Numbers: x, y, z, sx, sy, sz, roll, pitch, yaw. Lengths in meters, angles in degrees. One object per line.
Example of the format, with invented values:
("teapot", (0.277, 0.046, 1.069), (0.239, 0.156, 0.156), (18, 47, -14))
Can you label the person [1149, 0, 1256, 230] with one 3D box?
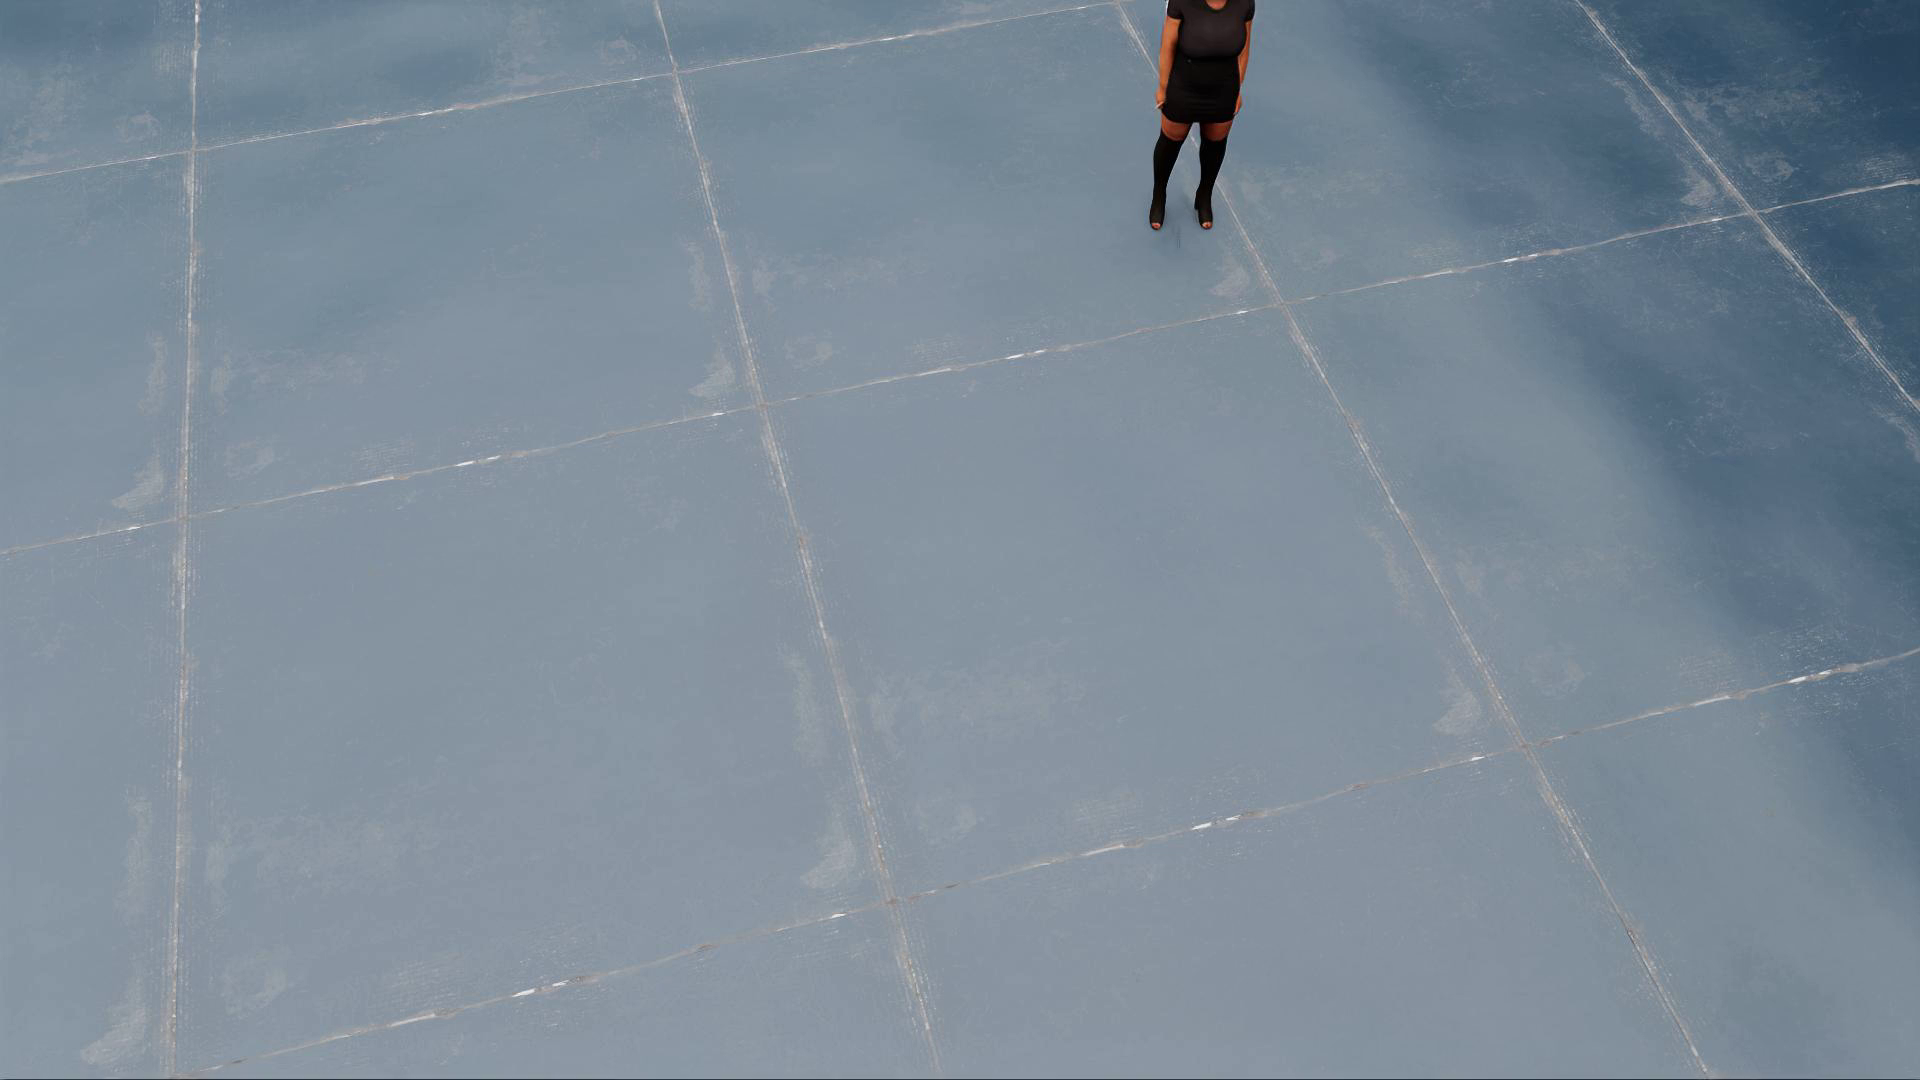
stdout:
("person", (1.325, -2.488, 9.151), (0.705, 1.855, 0.686), (0, 52, 0))
